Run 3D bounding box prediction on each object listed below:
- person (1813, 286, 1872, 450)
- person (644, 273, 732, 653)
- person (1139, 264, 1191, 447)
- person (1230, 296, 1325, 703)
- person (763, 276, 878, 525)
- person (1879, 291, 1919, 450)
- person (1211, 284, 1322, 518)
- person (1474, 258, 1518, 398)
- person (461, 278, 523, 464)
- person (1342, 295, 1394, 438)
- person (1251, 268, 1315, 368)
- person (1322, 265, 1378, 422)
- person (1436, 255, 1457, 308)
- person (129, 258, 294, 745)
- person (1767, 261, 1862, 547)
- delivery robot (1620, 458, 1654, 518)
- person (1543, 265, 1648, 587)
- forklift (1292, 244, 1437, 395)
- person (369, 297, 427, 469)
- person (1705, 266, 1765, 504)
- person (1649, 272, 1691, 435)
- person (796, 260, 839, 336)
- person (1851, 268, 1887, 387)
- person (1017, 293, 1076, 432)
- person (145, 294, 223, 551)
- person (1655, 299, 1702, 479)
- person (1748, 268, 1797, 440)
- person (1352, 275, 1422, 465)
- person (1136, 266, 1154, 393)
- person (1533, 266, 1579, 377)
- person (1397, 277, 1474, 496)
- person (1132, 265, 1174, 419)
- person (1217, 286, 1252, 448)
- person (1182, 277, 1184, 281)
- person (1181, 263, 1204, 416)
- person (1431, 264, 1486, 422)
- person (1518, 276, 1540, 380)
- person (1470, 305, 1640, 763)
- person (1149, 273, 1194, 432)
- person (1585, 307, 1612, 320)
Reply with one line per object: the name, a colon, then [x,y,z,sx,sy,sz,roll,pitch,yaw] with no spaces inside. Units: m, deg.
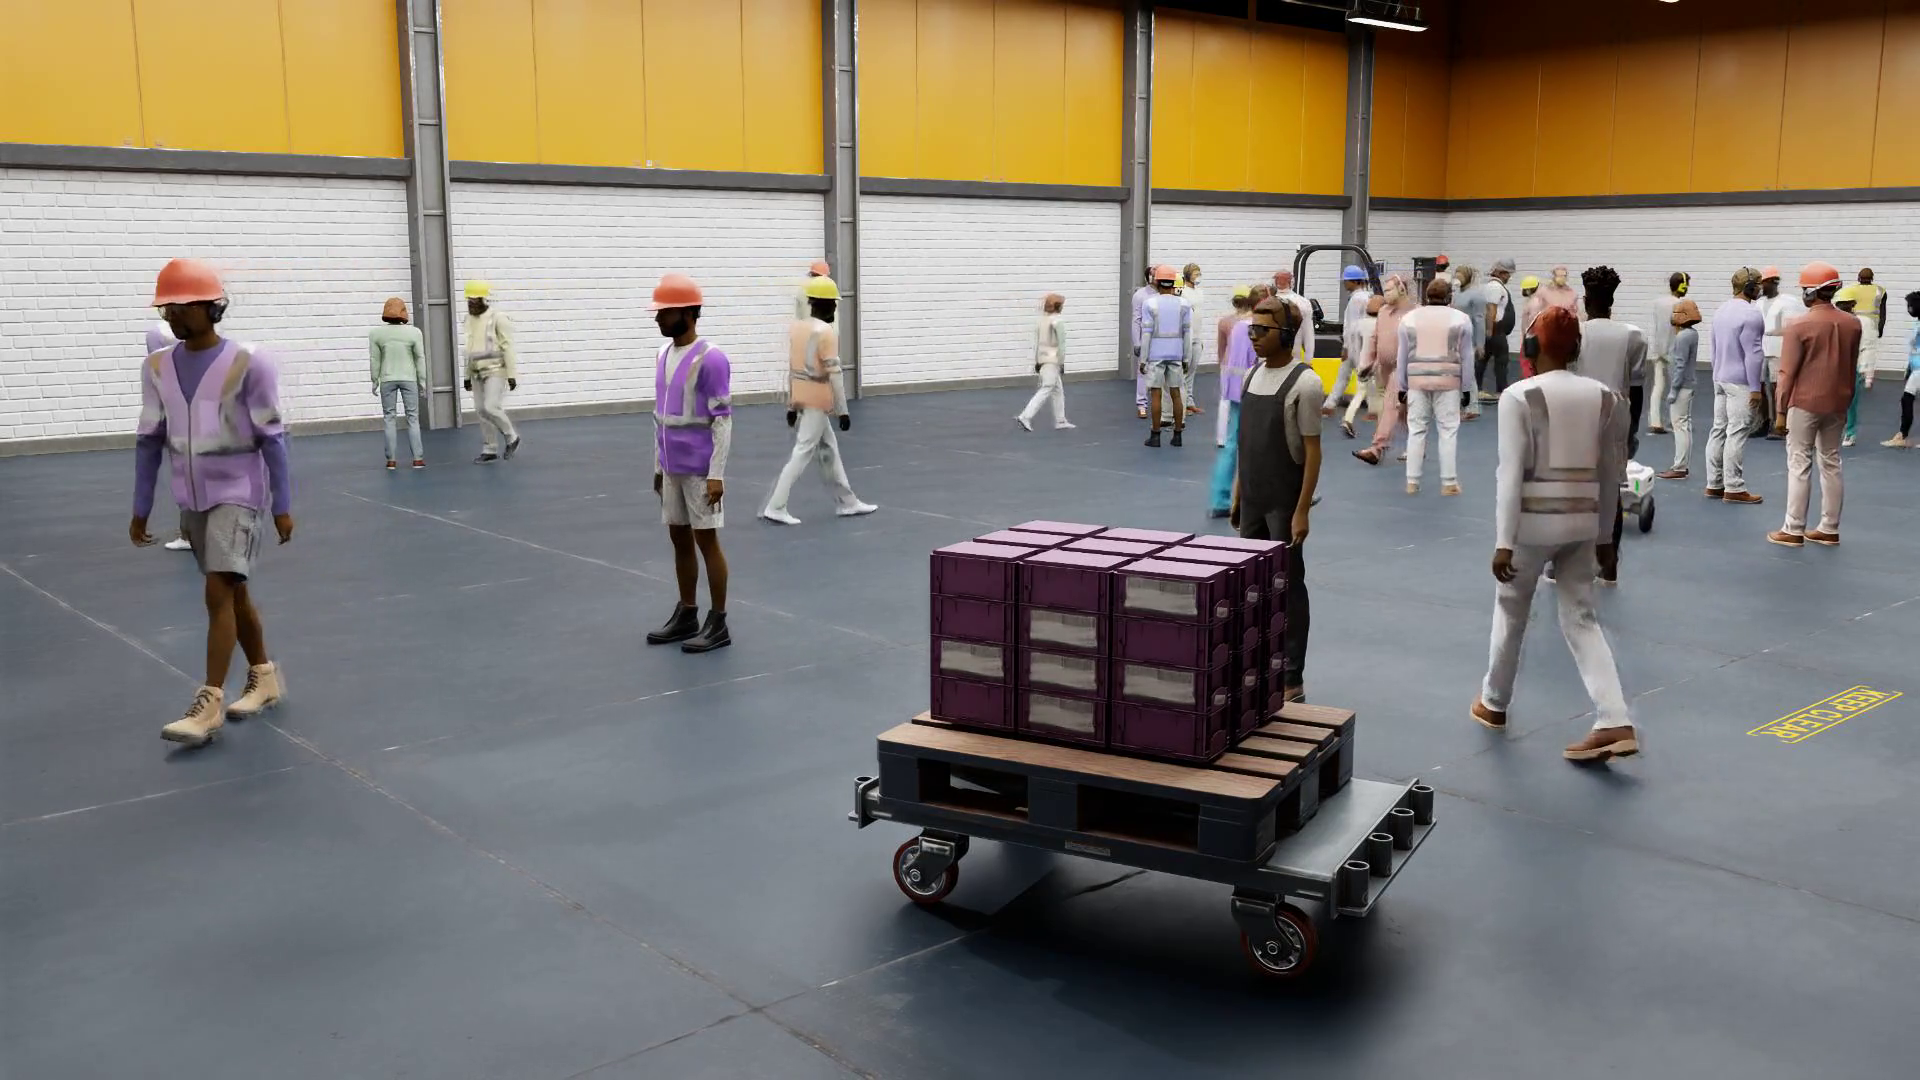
person: [9.307,-1.816,17.526,0.520,1.718,0.932,8,12,38]
person: [-1.409,-0.388,8.515,0.373,1.934,0.551,-9,14,-44]
person: [2.166,-1.953,17.675,0.551,1.935,0.375,-2,10,-13]
person: [1.404,-0.169,7.500,0.346,1.847,0.505,-6,11,-30]
person: [-1.093,-1.057,12.632,1.012,1.878,0.612,-6,11,-30]
person: [9.936,-1.752,17.294,0.697,1.651,0.547,5,11,27]
person: [2.370,-1.066,12.878,0.964,1.799,0.577,-5,11,-26]
person: [7.605,-2.990,23.445,0.818,2.000,0.723,1,10,8]
person: [-4.583,-1.621,16.111,0.647,1.809,0.471,6,11,30]
person: [4.572,-1.932,18.530,0.815,1.602,0.503,-9,13,-42]
person: [3.409,-1.929,17.673,0.706,1.898,0.394,3,10,16]
person: [4.752,-2.395,20.385,0.971,1.896,0.618,2,10,14]
person: [9.155,-4.413,31.766,0.619,2.044,0.380,-1,10,-7]
person: [-3.219,-0.161,6.985,0.628,2.001,0.949,2,10,14]
person: [5.941,-0.934,11.584,0.616,1.990,0.400,-2,10,-13]
delivery robot: [4.976,-0.420,12.469,0.477,0.478,0.707,6,11,30]
person: [3.860,-0.684,10.163,0.606,1.966,0.367,0,10,0]
forklift: [5.256,-2.933,22.661,2.313,2.155,1.214,3,10,16]
person: [-5.347,-1.488,15.842,0.507,1.632,0.268,-2,10,-13]
person: [6.391,-1.269,13.667,0.372,1.940,0.632,-1,10,-4]
person: [8.096,-2.107,18.871,0.666,1.838,0.496,-5,11,-28]
person: [-1.845,-2.533,20.986,0.630,1.975,0.725,5,11,27]
person: [13.936,-3.274,25.692,0.627,1.845,0.429,4,10,22]
person: [0.995,-2.055,19.243,0.811,1.600,0.516,-5,11,-25]
person: [-5.335,-0.888,11.470,0.382,1.924,0.594,5,11,25]
person: [6.550,-1.367,15.133,0.280,1.633,0.500,6,11,32]
person: [9.006,-2.048,18.416,0.402,1.891,0.622,-3,10,-17]
person: [4.232,-1.662,16.272,1.004,1.841,0.625,-4,10,-22]
person: [2.834,-3.112,24.686,0.519,1.862,0.326,9,13,43]
person: [8.554,-2.996,23.923,0.648,1.890,0.659,0,10,-1]
person: [4.030,-1.297,14.116,0.633,1.841,0.429,5,11,25]
person: [2.461,-2.469,20.788,0.639,1.908,0.409,-3,10,-16]
person: [2.975,-1.839,17.671,0.540,1.694,0.959,6,11,31]
person: [3.530,-3.385,26.783,0.534,1.691,0.318,4,10,20]
person: [2.915,-2.554,21.197,0.364,1.938,0.636,7,12,36]
person: [6.013,-2.379,20.228,0.836,1.911,0.660,-2,10,-11]
person: [8.075,-2.841,23.418,0.484,1.743,0.541,3,10,17]
person: [2.445,-0.033,6.774,0.640,1.839,0.957,-3,10,-15]
person: [2.451,-2.173,19.272,0.404,1.833,0.586,-5,11,-26]
person: [5.900,-1.427,15.477,0.307,1.637,0.520,-8,12,-38]
